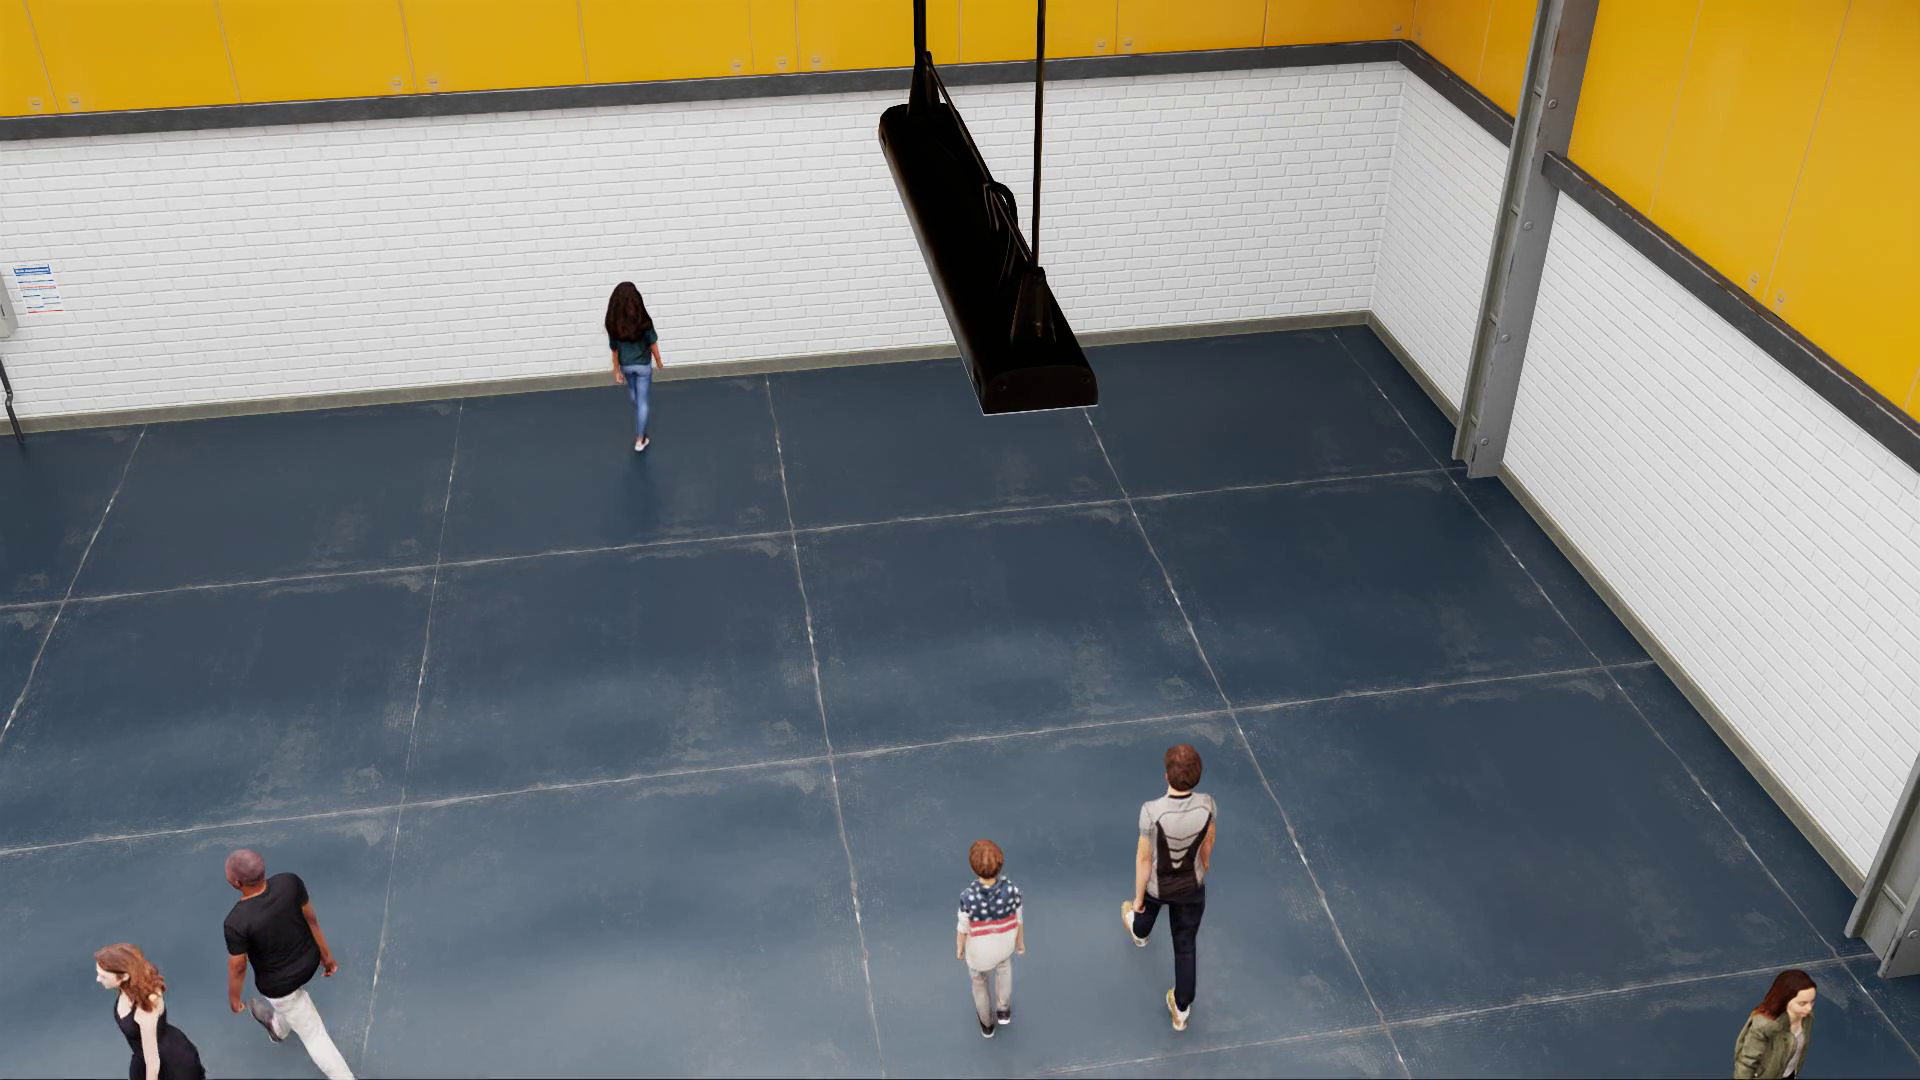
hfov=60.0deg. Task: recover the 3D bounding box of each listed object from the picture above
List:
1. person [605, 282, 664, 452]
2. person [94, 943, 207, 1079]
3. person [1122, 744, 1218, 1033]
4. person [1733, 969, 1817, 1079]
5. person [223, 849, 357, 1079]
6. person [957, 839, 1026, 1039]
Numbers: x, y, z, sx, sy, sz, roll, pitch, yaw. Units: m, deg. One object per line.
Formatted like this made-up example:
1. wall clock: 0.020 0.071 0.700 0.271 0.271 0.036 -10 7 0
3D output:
1. person: -2.985 -1.562 15.242 0.758 1.592 1.004 3 34 5
2. person: -4.063 2.689 8.733 0.929 1.718 0.953 25 41 32
3. person: 1.252 2.046 9.590 0.678 1.839 1.160 -5 34 -7
4. person: 4.231 2.813 8.765 0.629 1.475 0.587 -14 36 -20
5. person: -3.598 2.435 9.087 1.198 1.749 1.240 15 37 22
6. person: 0.192 2.332 9.531 0.547 1.430 0.513 -7 34 -10
